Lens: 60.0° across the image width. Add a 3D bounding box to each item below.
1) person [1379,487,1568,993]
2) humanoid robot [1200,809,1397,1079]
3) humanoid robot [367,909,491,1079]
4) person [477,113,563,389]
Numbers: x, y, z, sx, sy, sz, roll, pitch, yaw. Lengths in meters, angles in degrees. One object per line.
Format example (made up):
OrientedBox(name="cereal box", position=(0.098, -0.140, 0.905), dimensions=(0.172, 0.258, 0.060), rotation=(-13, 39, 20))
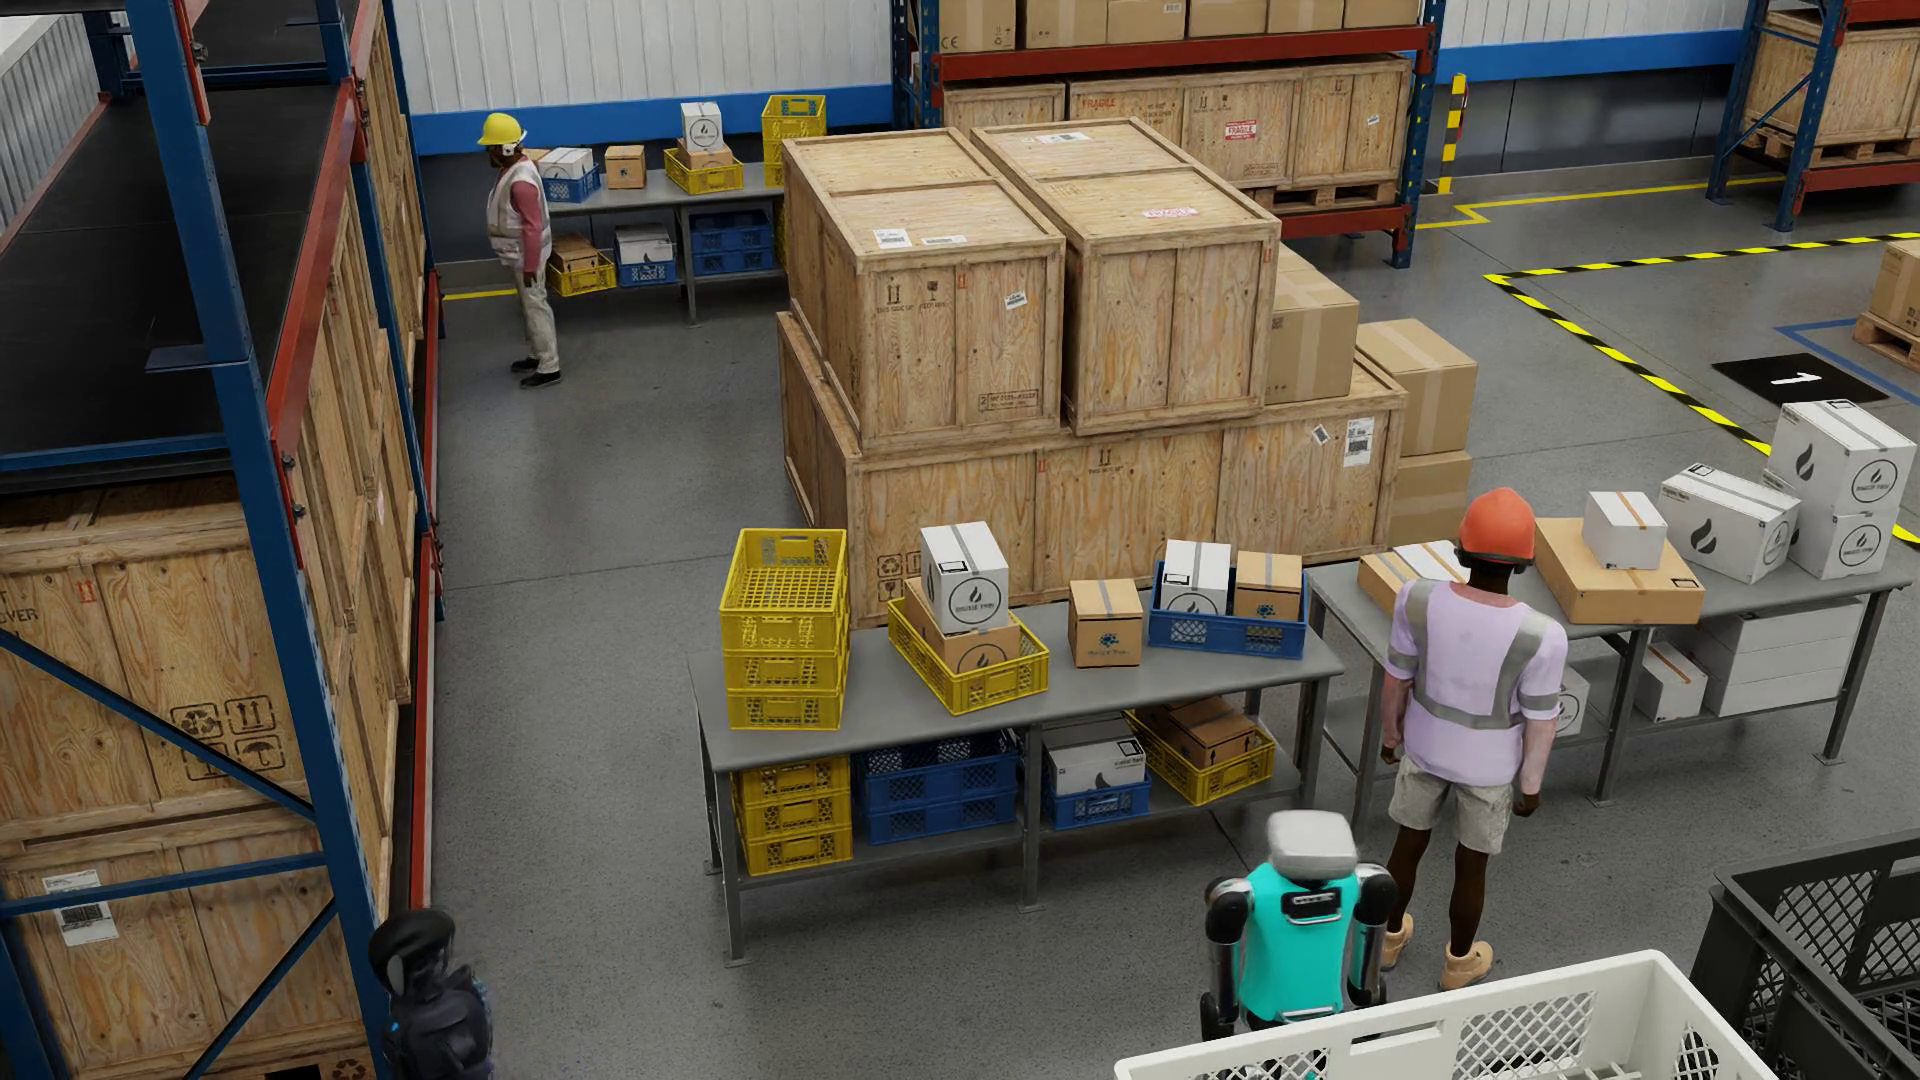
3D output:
OrientedBox(name="person", position=(1.791, 0.743, 5.927), dimensions=(0.611, 2.047, 0.361), rotation=(18, 34, 30))
OrientedBox(name="humanoid robot", position=(0.966, 1.606, 4.578), dimensions=(0.531, 1.689, 0.745), rotation=(-5, 29, -9))
OrientedBox(name="humanoid robot", position=(-1.379, 1.703, 4.638), dimensions=(0.800, 1.635, 0.608), rotation=(-24, 37, -36))
OrientedBox(name="person", position=(-2.884, -1.896, 10.939), dimensions=(0.404, 1.826, 0.599), rotation=(-10, 31, -18))
